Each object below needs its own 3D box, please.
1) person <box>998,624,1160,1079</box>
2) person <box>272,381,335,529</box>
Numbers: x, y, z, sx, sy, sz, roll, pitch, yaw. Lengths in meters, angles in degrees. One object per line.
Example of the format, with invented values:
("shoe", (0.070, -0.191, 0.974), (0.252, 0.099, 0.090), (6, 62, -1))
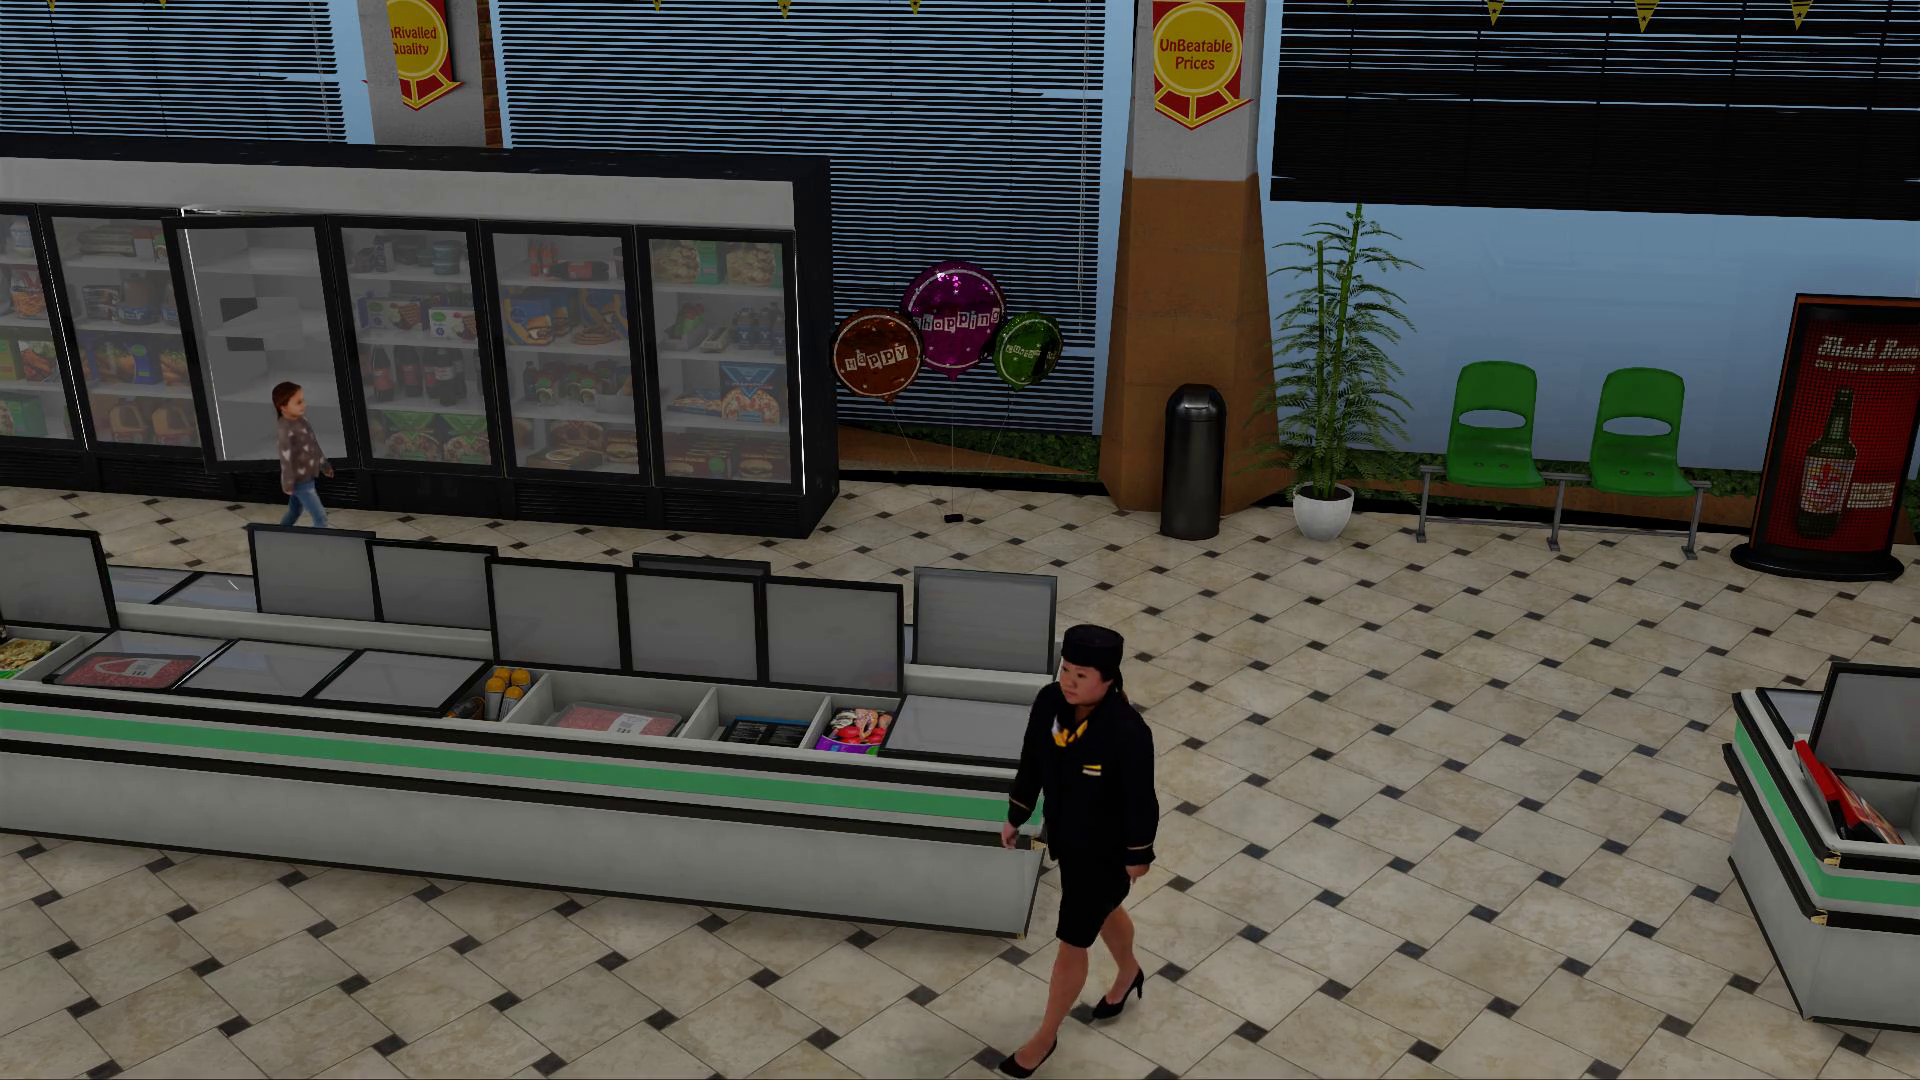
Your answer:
("person", (0.529, 1.059, 5.914), (1.127, 1.637, 1.073), (-14, 26, -32))
("person", (-4.077, -0.397, 10.157), (0.845, 1.174, 0.582), (0, 22, 0))
